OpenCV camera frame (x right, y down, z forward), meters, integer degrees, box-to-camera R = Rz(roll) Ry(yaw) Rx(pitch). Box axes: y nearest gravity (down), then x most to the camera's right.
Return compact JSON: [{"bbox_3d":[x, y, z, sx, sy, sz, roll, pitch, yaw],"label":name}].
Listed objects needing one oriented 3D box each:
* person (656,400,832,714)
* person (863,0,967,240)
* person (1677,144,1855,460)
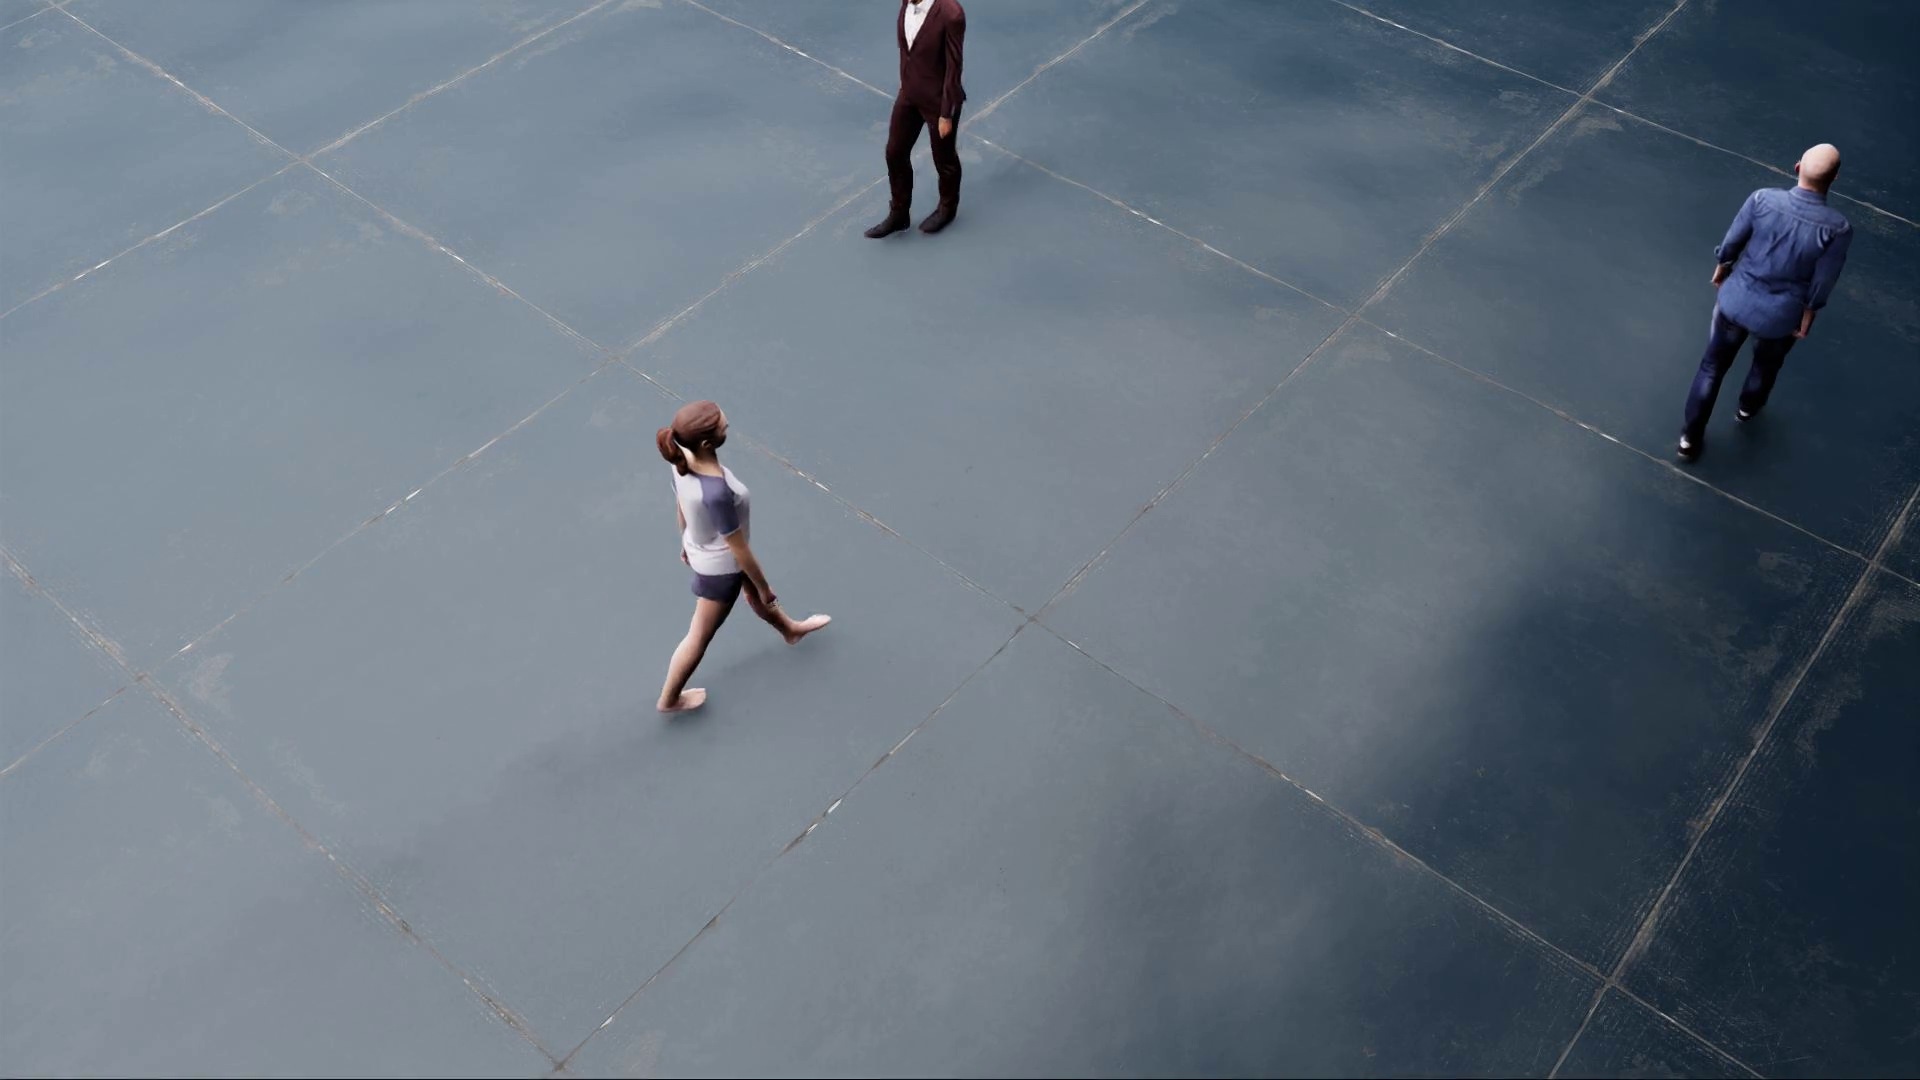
[{"bbox_3d":[-1.118,0.126,7.164,1.223,1.711,0.860,-24,52,-20],"label":"person"},{"bbox_3d":[-0.120,-2.609,9.599,0.880,1.849,0.746,-36,57,-29],"label":"person"},{"bbox_3d":[3.940,-1.110,8.245,0.769,1.803,0.958,30,54,25],"label":"person"}]
